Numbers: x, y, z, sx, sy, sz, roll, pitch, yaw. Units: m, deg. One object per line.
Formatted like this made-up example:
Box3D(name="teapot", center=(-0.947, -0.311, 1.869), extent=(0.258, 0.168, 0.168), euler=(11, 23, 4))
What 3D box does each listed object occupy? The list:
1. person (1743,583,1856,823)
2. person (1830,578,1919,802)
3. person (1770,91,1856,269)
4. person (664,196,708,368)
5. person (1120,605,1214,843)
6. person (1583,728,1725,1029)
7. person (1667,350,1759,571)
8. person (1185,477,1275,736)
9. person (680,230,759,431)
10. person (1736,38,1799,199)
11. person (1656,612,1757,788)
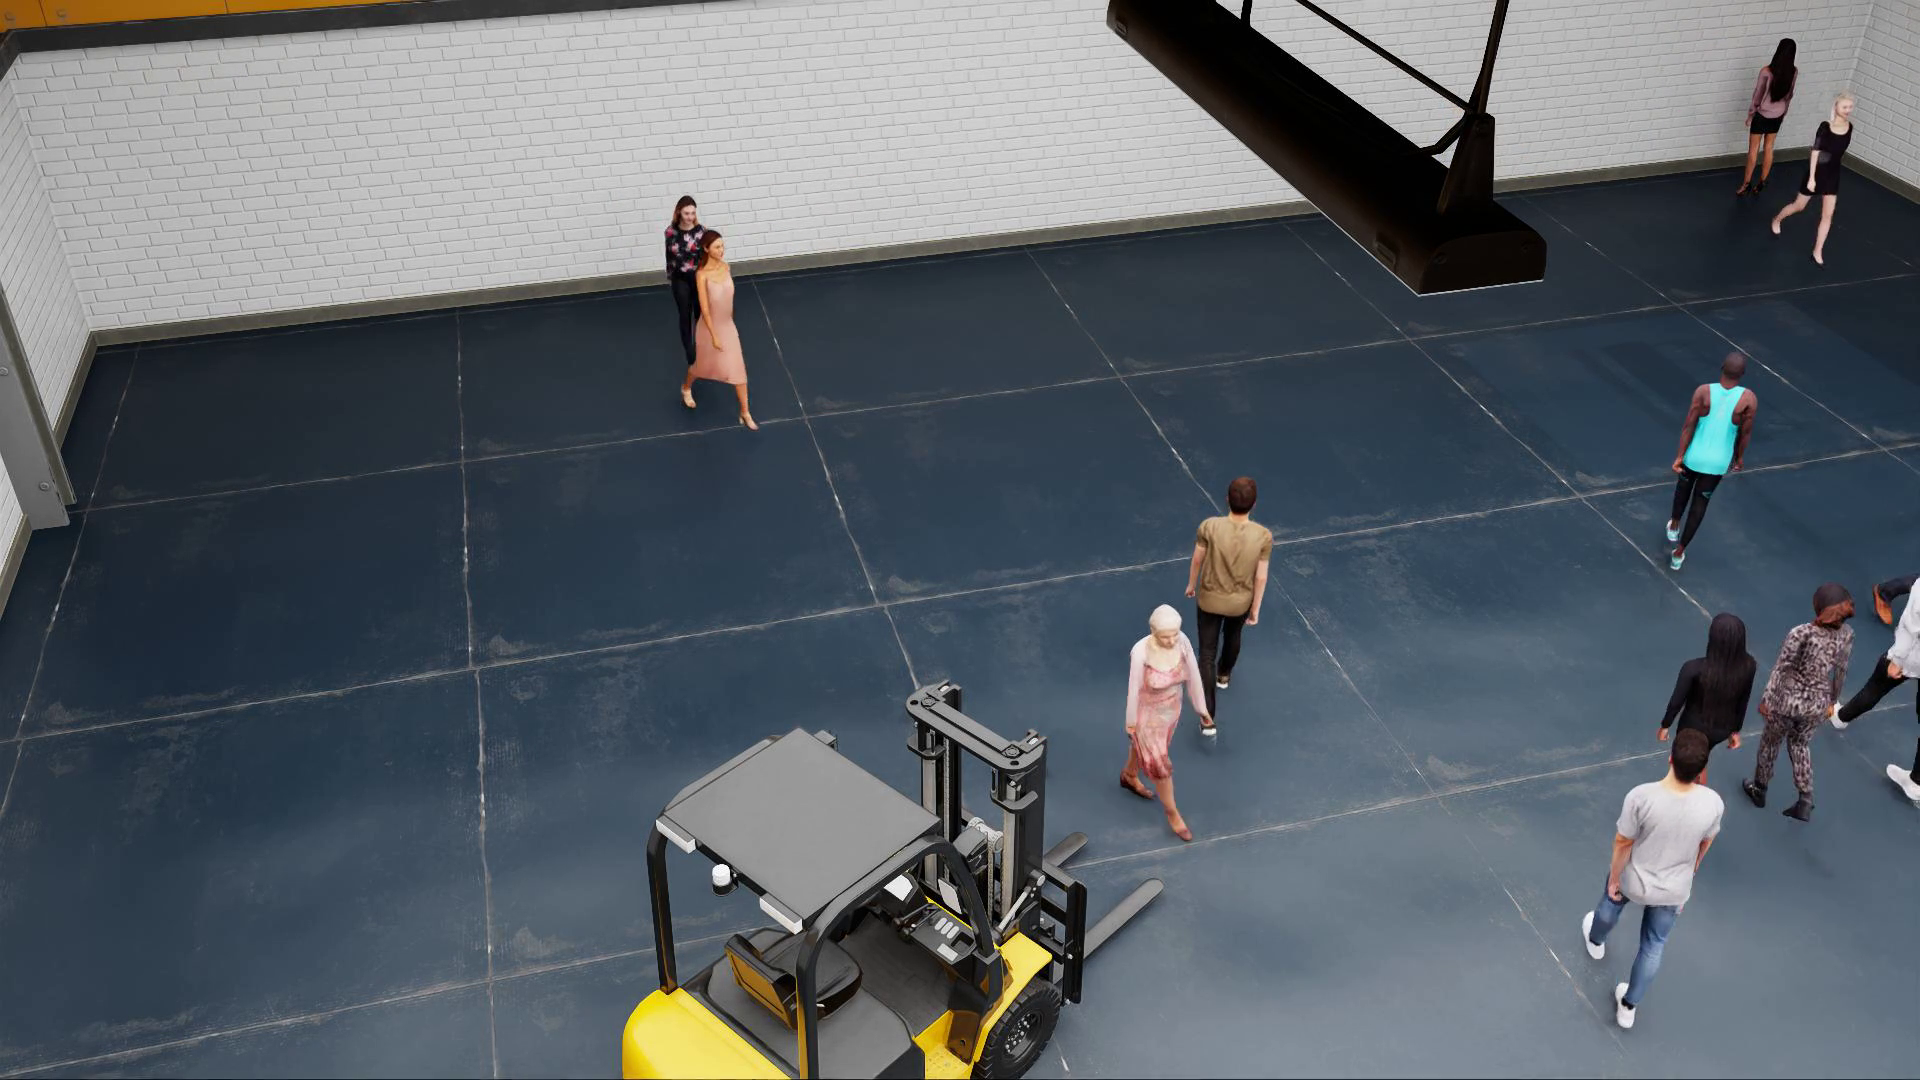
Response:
Box3D(name="person", center=(5.185, 1.057, 10.205), extent=(0.703, 1.699, 0.883), euler=(-4, 34, -6))
Box3D(name="person", center=(6.115, 0.799, 10.441), extent=(0.756, 1.868, 1.212), euler=(-6, 34, -10))
Box3D(name="person", center=(8.963, -3.825, 17.468), extent=(0.607, 1.789, 1.115), euler=(-7, 34, -11))
Box3D(name="person", center=(-2.539, -2.485, 15.584), extent=(0.669, 1.643, 1.006), euler=(-1, 34, -2))
Box3D(name="person", center=(1.145, 1.013, 10.310), extent=(0.878, 1.656, 1.051), euler=(-28, 43, -35))
Box3D(name="person", center=(3.714, 1.847, 8.871), extent=(0.978, 1.860, 1.124), euler=(9, 35, 14))
Box3D(name="person", center=(5.624, -0.565, 12.564), extent=(0.948, 1.789, 1.015), euler=(17, 37, 24))
Box3D(name="person", center=(1.739, 0.454, 11.004), extent=(1.002, 1.818, 1.317), euler=(4, 34, 6))
Box3D(name="person", center=(-2.204, -1.833, 14.467), extent=(1.196, 1.793, 0.976), euler=(27, 42, 35))
Box3D(name="person", center=(9.181, -4.791, 18.903), extent=(0.659, 1.810, 0.598), euler=(-2, 34, -3))
Box3D(name="person", center=(4.484, 1.218, 9.962), extent=(0.655, 1.700, 0.626), euler=(-4, 34, -6))
